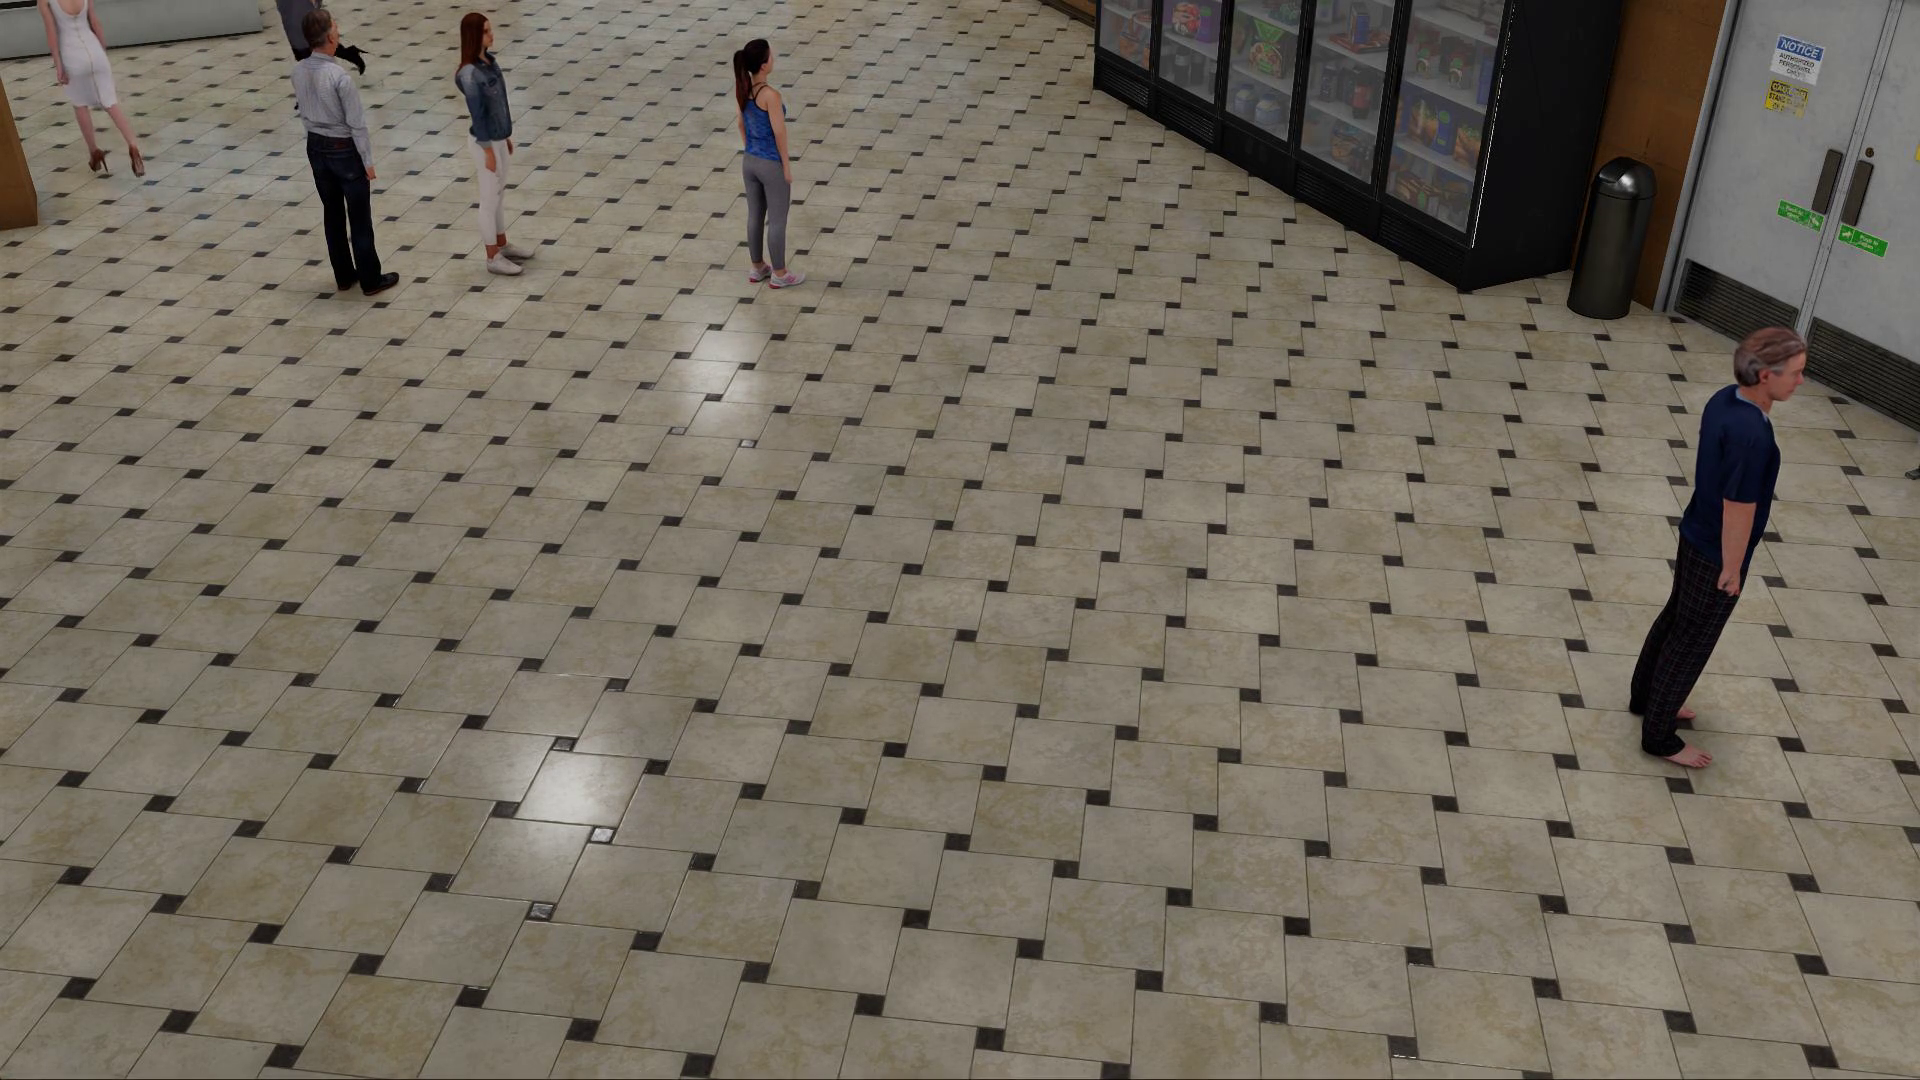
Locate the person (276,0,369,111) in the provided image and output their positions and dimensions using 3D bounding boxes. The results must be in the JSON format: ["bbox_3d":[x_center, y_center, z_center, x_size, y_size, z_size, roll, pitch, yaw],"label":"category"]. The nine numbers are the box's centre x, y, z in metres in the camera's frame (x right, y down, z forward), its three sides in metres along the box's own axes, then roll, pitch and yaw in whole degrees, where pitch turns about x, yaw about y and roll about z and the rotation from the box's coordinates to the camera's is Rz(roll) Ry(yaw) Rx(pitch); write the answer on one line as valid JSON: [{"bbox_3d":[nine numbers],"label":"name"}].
[{"bbox_3d":[-5.502,-4.545,14.055,1.076,1.736,0.813,-25,40,-34],"label":"person"}]

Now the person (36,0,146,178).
[{"bbox_3d":[-6.455,-3.497,12.345,1.080,1.762,0.897,-27,41,-37],"label":"person"}]

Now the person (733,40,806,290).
[{"bbox_3d":[-1.261,-2.430,10.775,0.643,1.610,0.658,25,40,34],"label":"person"}]

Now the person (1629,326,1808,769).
[{"bbox_3d":[2.988,0.023,6.588,0.763,1.869,0.735,7,33,11],"label":"person"}]

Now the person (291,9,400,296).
[{"bbox_3d":[-3.987,-2.471,10.644,0.717,1.818,0.774,11,34,17],"label":"person"}]

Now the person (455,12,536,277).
[{"bbox_3d":[-3.127,-2.622,10.996,0.684,1.702,0.687,2,32,3],"label":"person"}]
